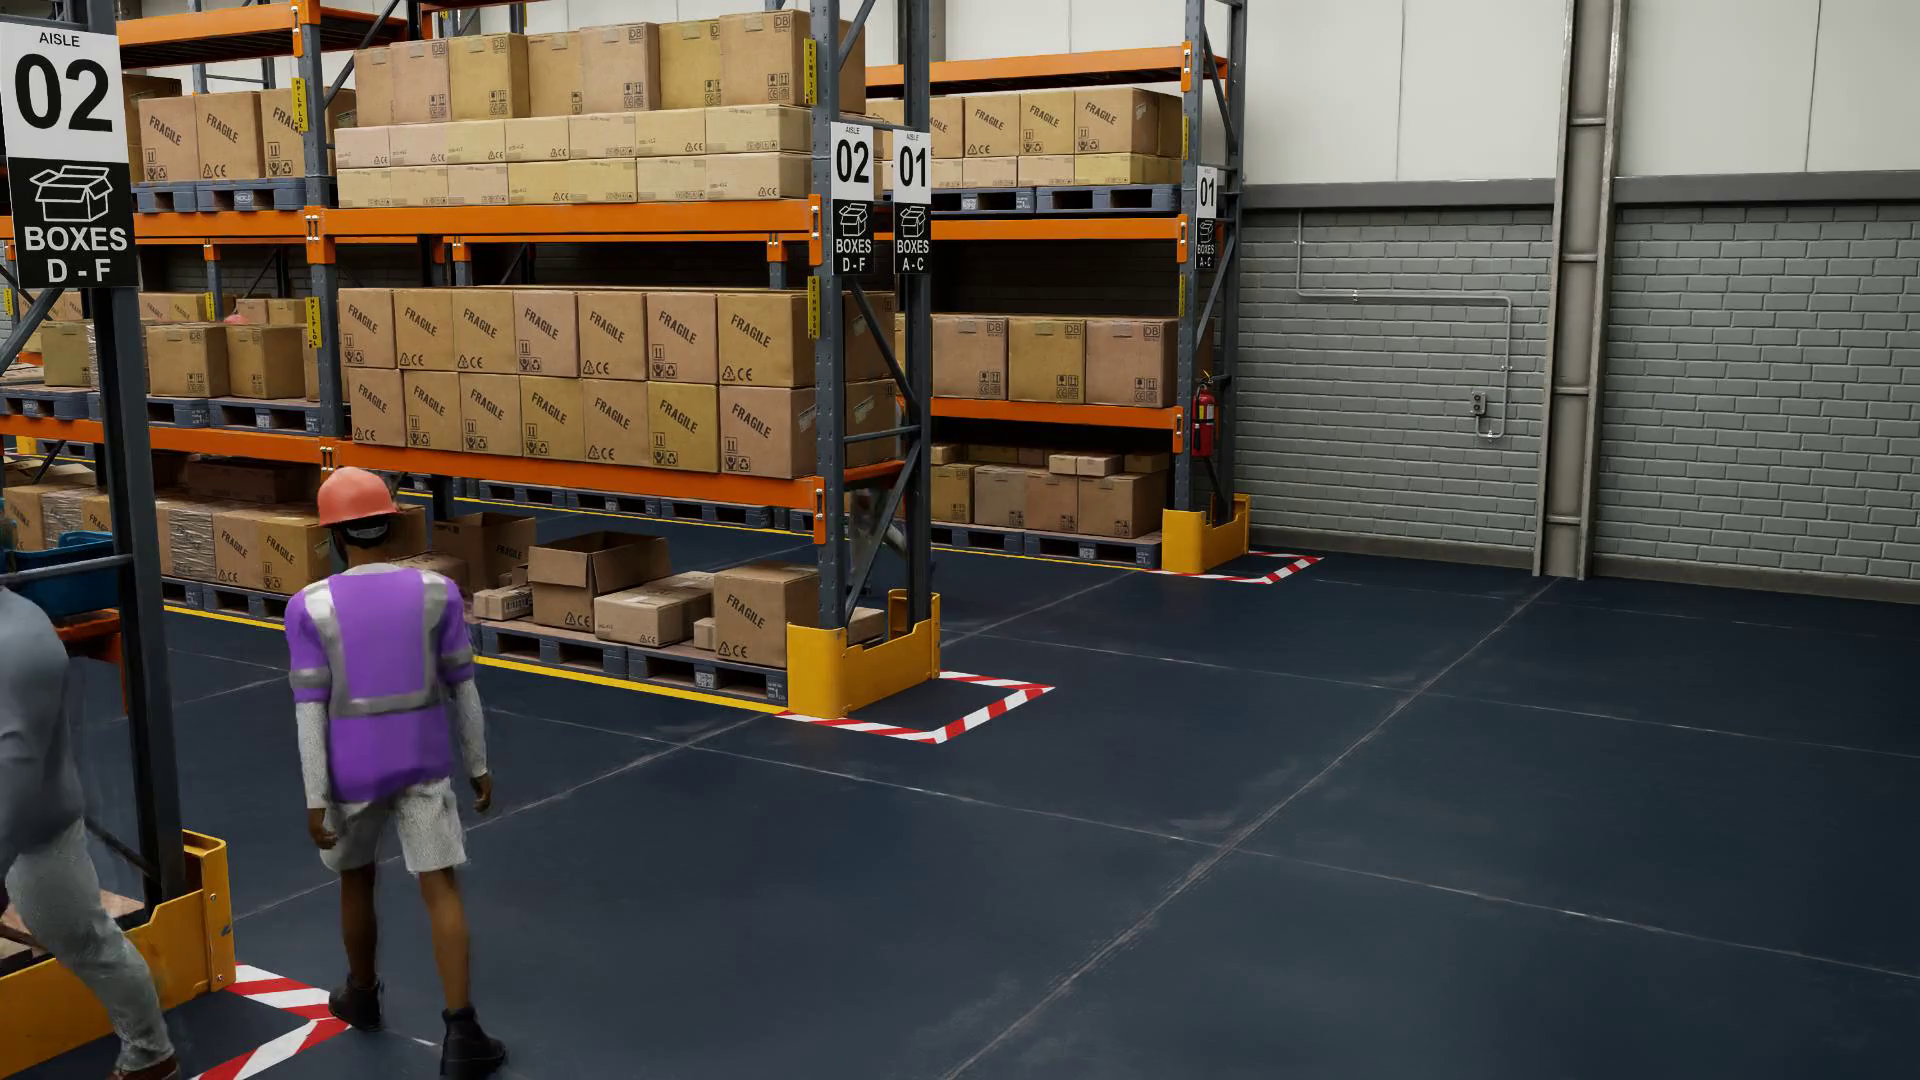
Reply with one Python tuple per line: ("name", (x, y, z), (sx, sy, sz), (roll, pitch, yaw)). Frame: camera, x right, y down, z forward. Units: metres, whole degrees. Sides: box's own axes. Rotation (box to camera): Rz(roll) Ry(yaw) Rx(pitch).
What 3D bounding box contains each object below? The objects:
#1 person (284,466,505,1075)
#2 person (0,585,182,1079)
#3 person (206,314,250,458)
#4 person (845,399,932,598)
("person", (-1.762, 0.729, 5.212), (0.585, 1.892, 0.847), (-5, 11, -29))
("person", (-2.702, 0.821, 4.611), (0.635, 1.875, 1.052), (6, 12, 34))
("person", (-6.320, -0.954, 14.554), (0.483, 2.031, 0.639), (7, 12, 34))
("person", (-0.595, -0.452, 12.233), (0.675, 1.816, 0.603), (5, 11, 27))
